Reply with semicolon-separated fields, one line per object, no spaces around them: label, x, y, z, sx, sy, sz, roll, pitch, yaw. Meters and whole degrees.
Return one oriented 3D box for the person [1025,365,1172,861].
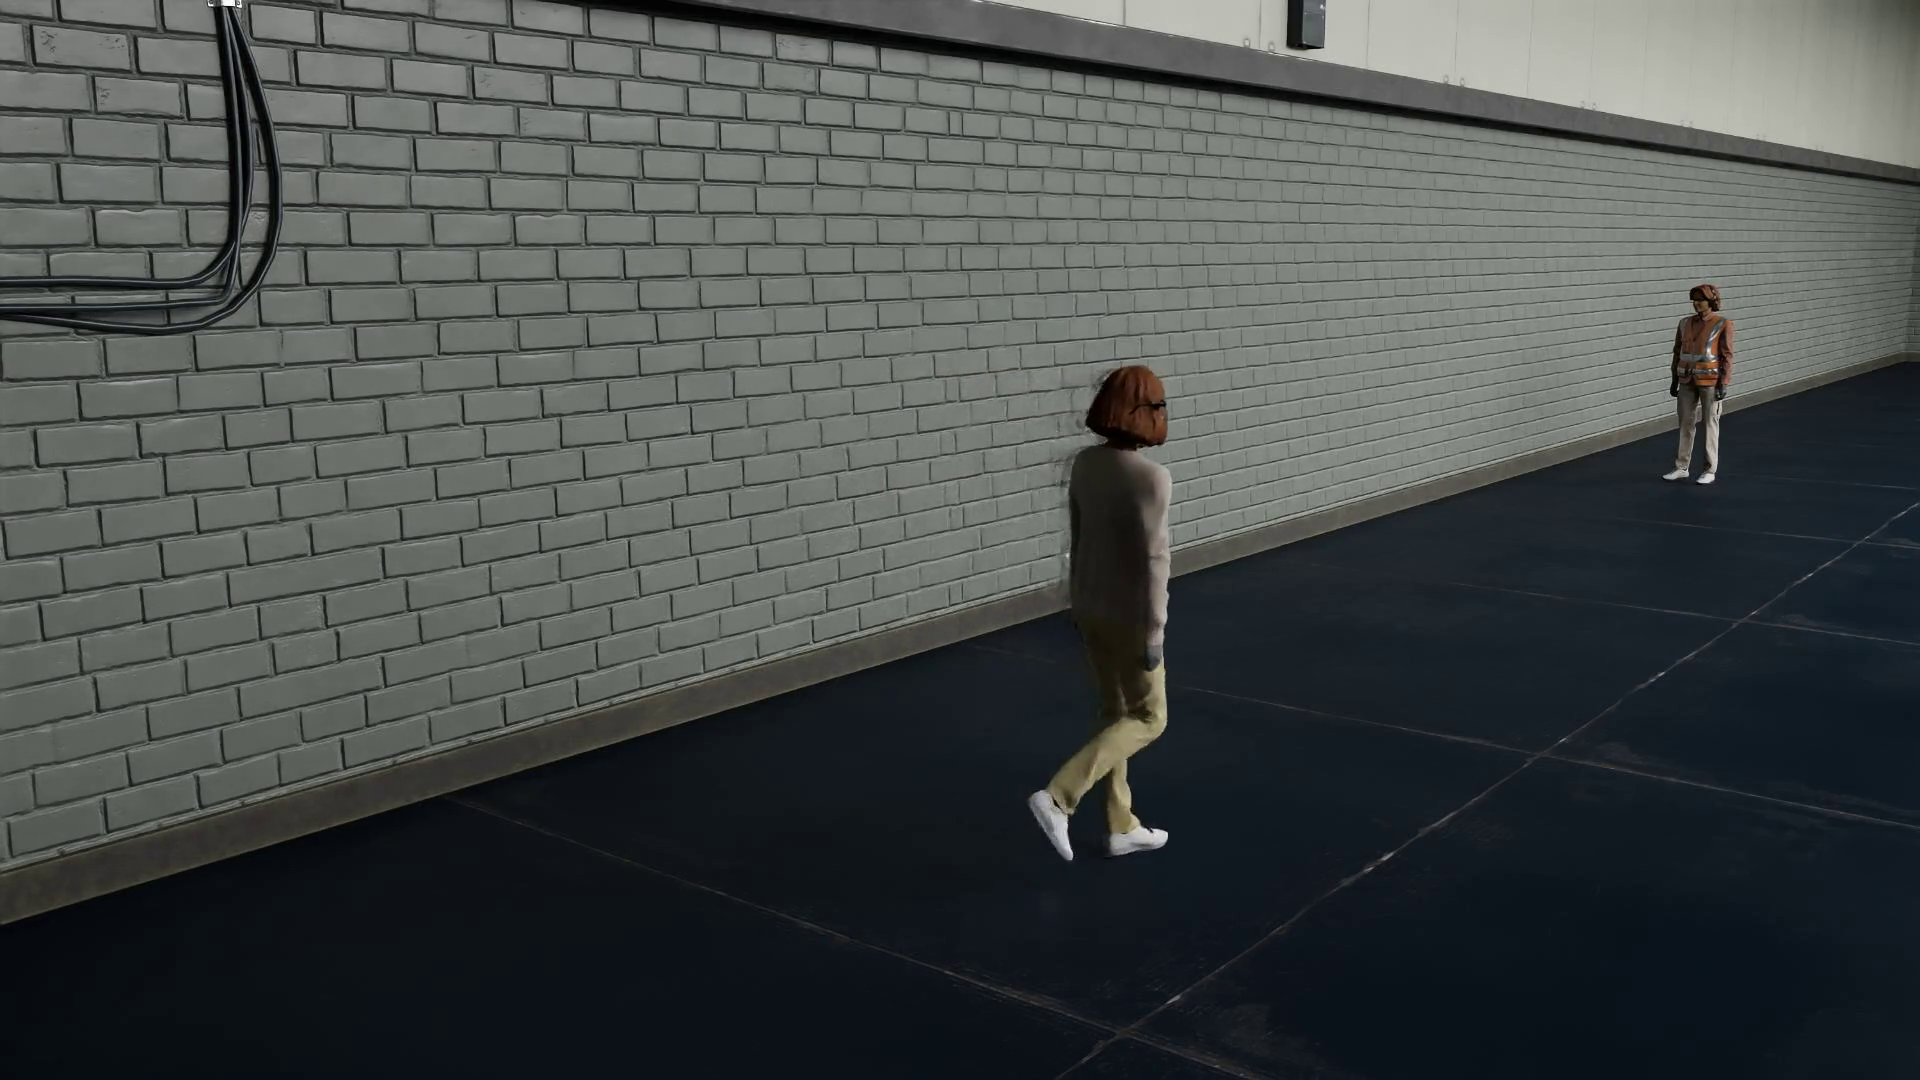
person;0.456;0.253;5.289;0.525;1.618;0.502;-6;12;-29

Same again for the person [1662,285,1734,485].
person;6.113;-1.284;13.743;0.310;1.638;0.523;-6;12;-31
